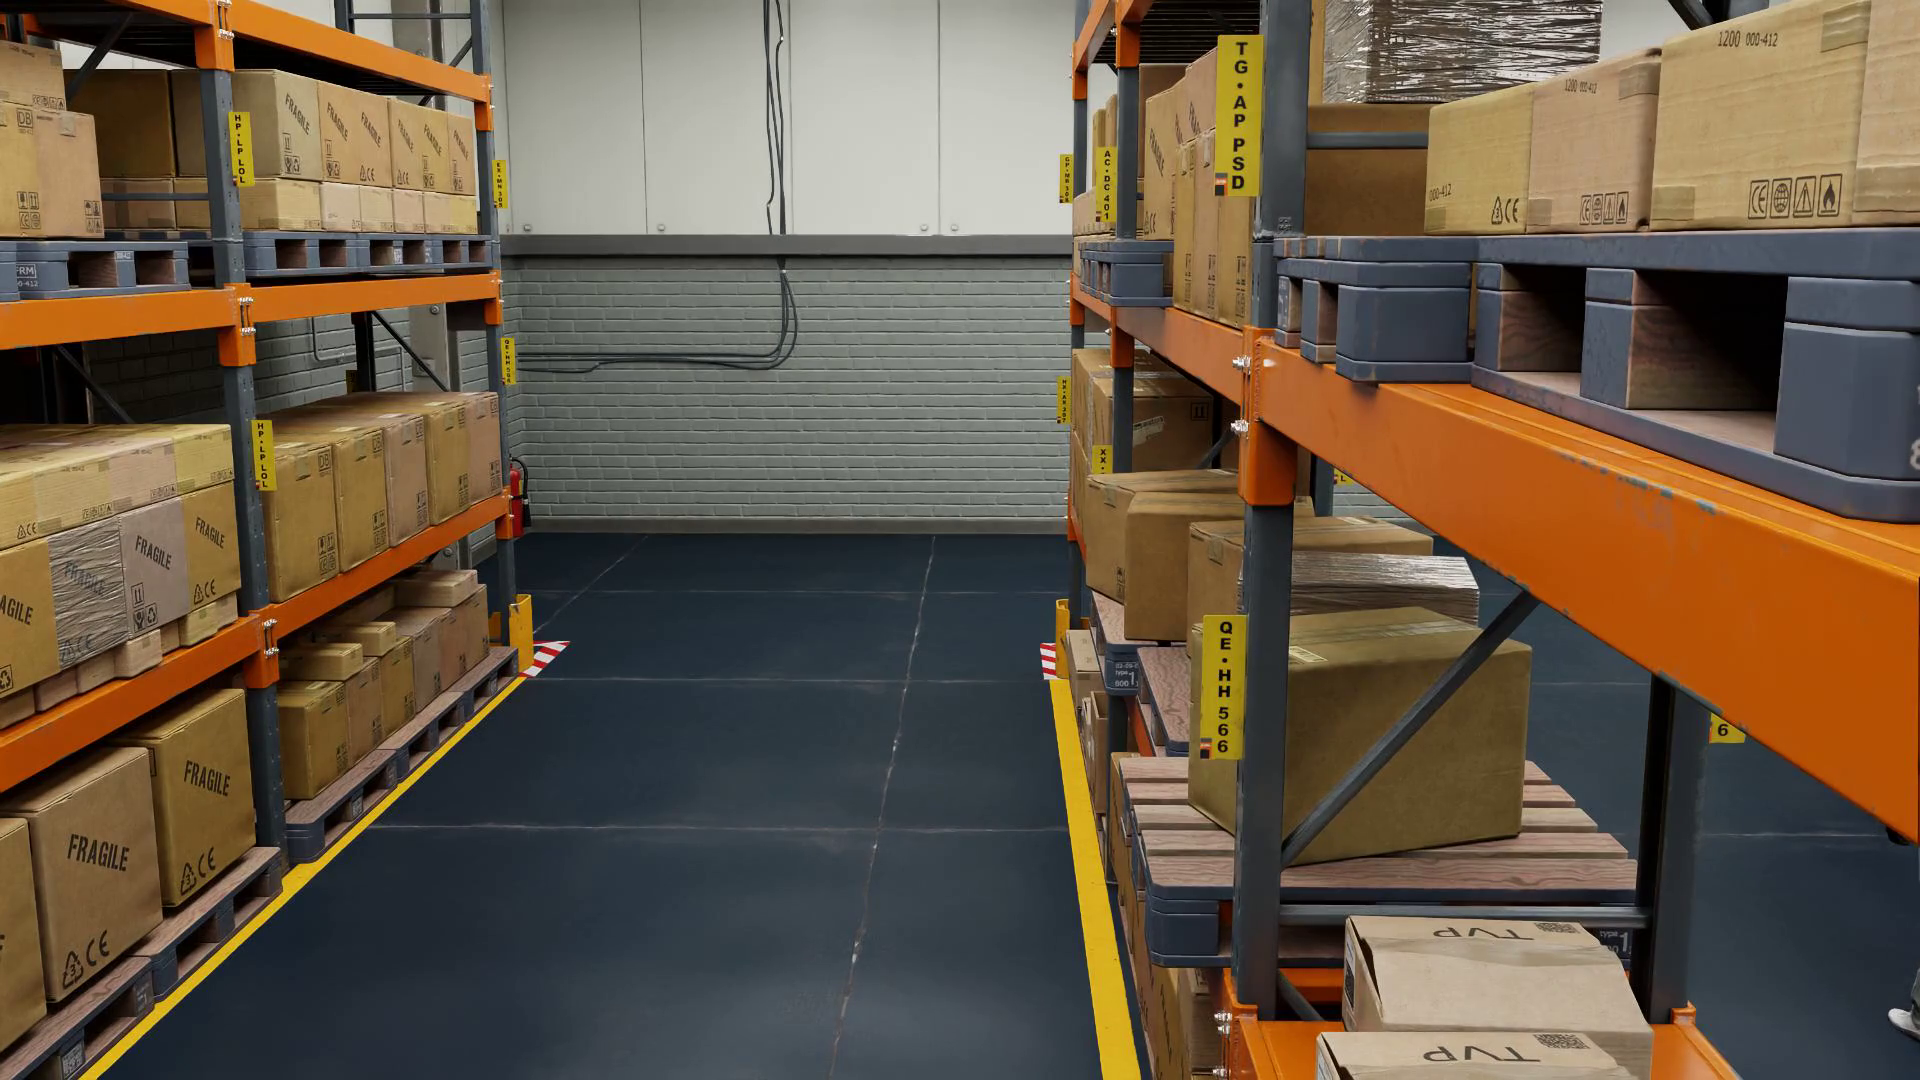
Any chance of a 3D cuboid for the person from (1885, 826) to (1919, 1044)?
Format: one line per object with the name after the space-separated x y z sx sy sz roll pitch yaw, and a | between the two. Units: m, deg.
3.811 0.972 6.264 0.594 1.924 0.383 1 10 5 | person
